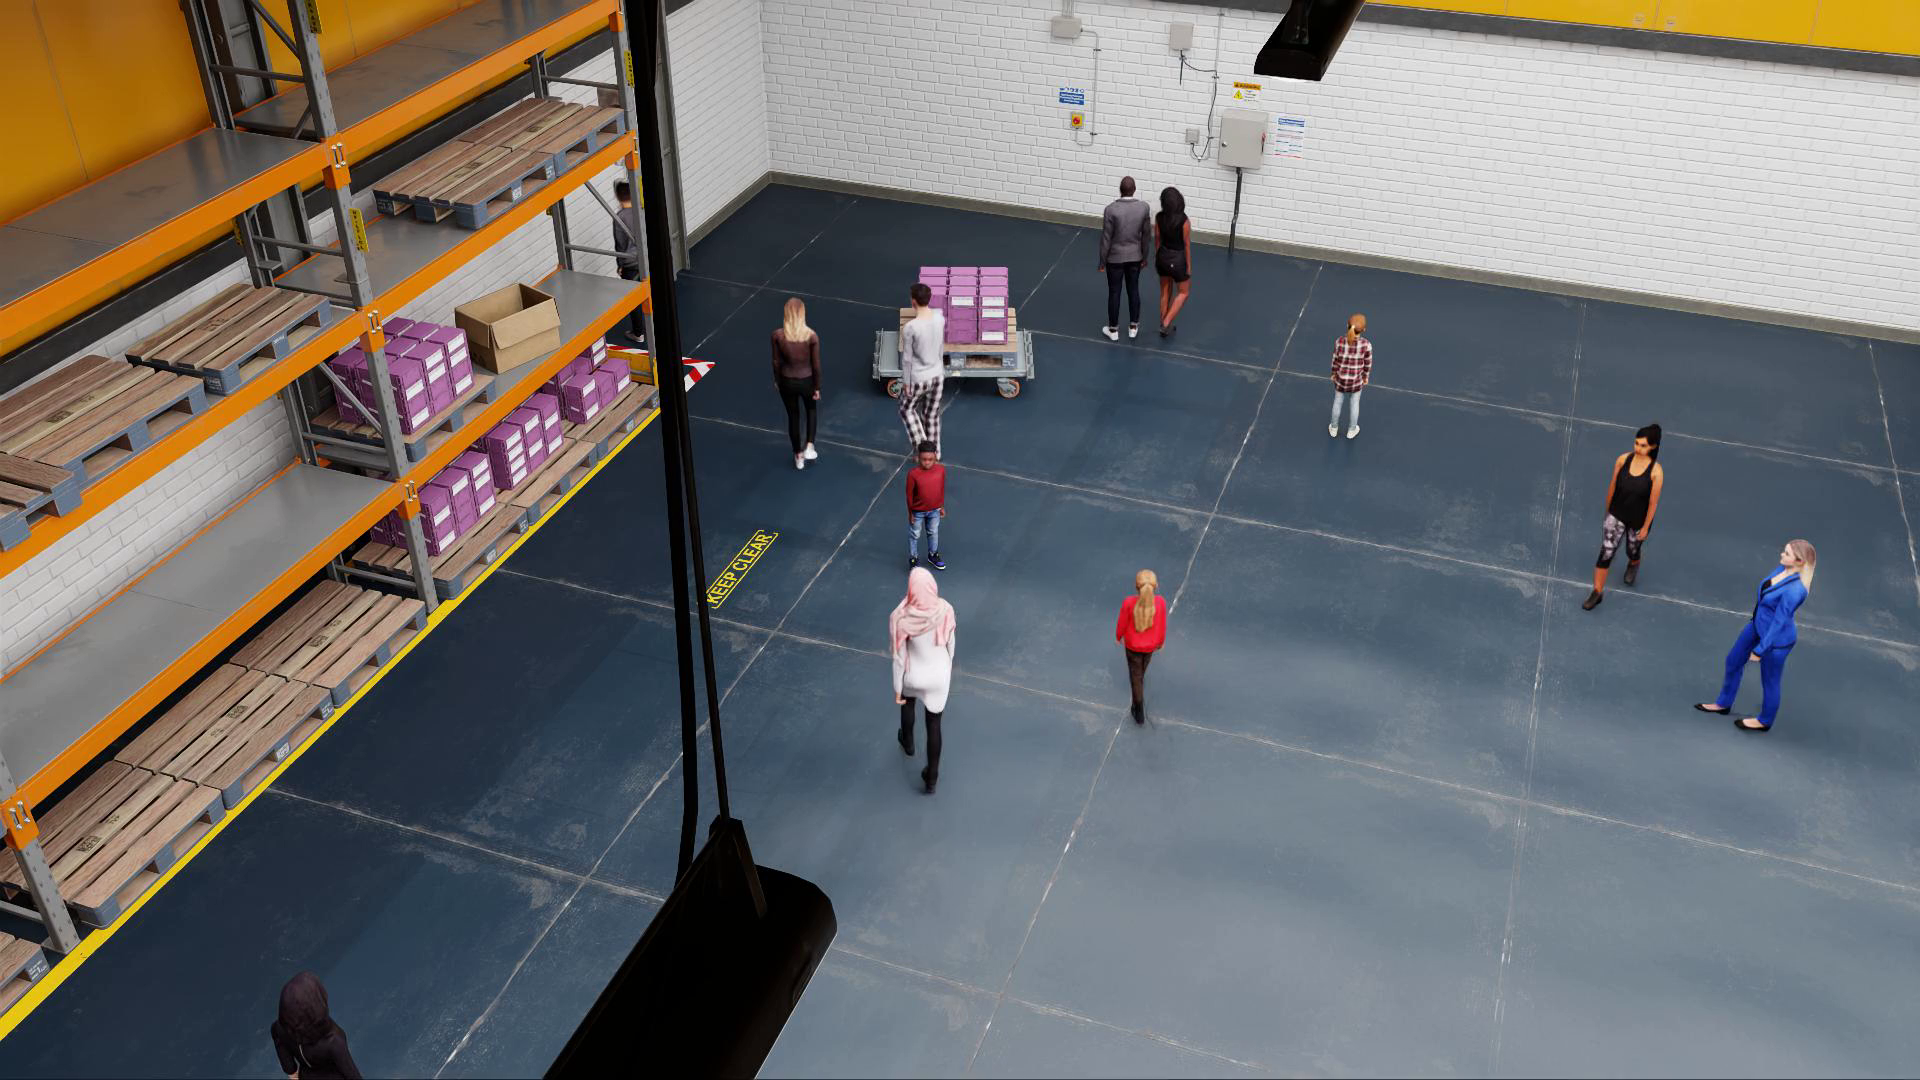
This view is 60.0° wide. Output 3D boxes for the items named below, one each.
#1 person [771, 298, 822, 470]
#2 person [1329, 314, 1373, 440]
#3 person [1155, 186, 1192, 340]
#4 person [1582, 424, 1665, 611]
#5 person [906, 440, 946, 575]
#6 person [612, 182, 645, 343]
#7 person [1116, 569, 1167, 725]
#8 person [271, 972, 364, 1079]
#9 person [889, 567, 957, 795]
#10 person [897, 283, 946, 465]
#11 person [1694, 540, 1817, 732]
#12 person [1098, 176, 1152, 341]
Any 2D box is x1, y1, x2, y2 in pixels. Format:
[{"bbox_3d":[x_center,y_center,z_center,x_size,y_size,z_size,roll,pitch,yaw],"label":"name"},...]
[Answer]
[{"bbox_3d":[-1.517,-1.398,15.442,0.685,1.689,0.686,-1,34,-1],"label":"person"},{"bbox_3d":[3.769,-1.589,16.074,0.526,1.306,0.526,10,35,14],"label":"person"},{"bbox_3d":[2.194,-2.888,17.656,0.722,1.719,0.775,28,43,35],"label":"person"},{"bbox_3d":[5.561,-0.217,13.710,0.828,1.637,1.113,25,41,33],"label":"person"},{"bbox_3d":[-0.300,-0.302,14.184,0.586,1.254,0.639,-13,36,-18],"label":"person"},{"bbox_3d":[-3.471,-2.973,17.745,0.628,1.761,0.758,-27,42,-34],"label":"person"},{"bbox_3d":[1.369,0.813,12.511,0.753,1.249,0.951,-4,34,-6],"label":"person"},{"bbox_3d":[-3.313,2.963,8.774,0.600,1.806,0.499,9,35,13],"label":"person"},{"bbox_3d":[-0.232,1.031,11.708,0.900,1.777,1.039,-5,34,-7],"label":"person"},{"bbox_3d":[-0.277,-1.481,15.434,0.779,1.834,0.846,-20,38,-27],"label":"person"},{"bbox_3d":[6.070,0.733,12.238,0.761,1.685,0.748,7,34,11],"label":"person"},{"bbox_3d":[1.755,-2.994,17.734,0.797,1.810,0.778,-5,34,-8],"label":"person"}]
